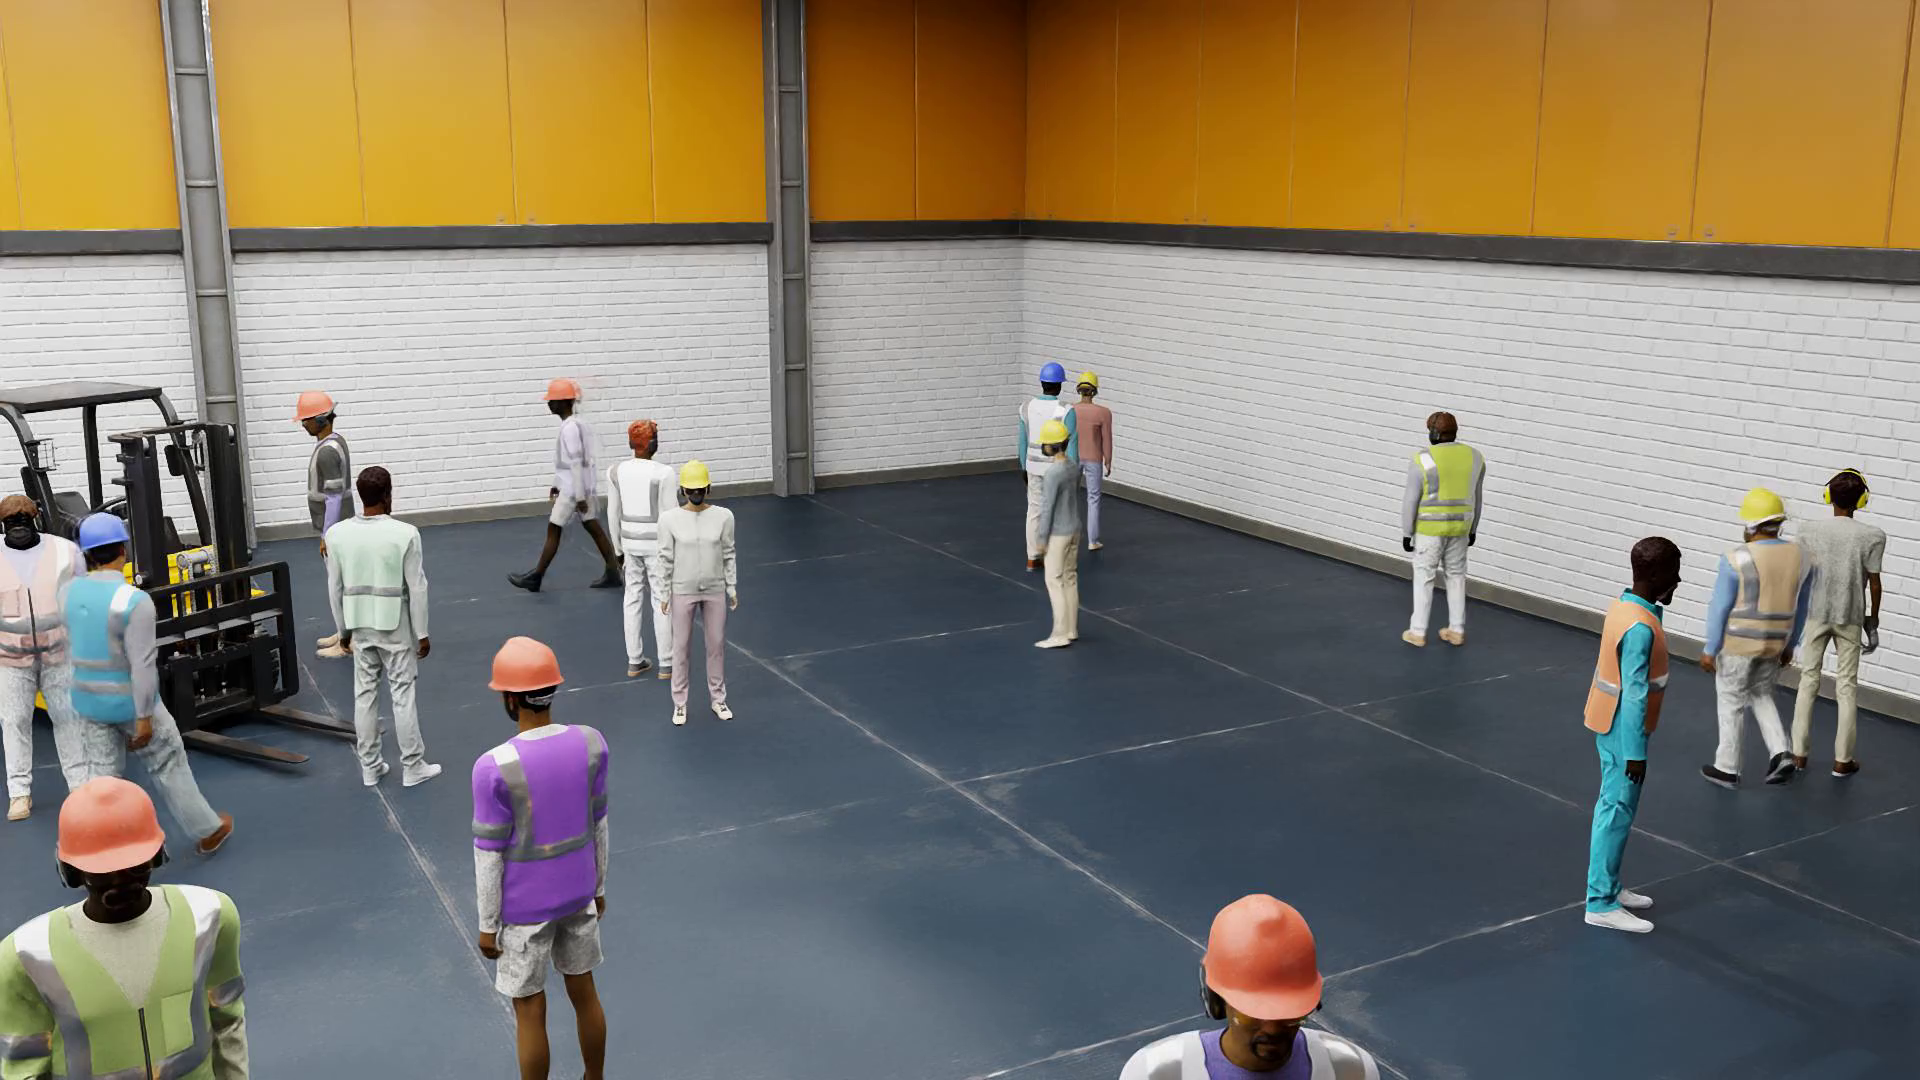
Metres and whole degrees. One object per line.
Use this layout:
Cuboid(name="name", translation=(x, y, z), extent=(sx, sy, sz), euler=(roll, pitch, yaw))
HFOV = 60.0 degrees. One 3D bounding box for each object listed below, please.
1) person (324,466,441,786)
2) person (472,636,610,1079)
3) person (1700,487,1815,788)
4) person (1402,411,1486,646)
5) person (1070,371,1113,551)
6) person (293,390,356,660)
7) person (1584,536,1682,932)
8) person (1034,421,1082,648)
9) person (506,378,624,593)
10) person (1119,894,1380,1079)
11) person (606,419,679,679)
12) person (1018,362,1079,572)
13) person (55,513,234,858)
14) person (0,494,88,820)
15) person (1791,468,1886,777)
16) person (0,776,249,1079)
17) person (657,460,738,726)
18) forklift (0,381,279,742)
Cuboid(name="person", translation=(-3.420, 0.519, 9.822), extent=(0.590, 1.918, 0.398), euler=(2, 12, 8))
Cuboid(name="person", translation=(-1.546, 1.300, 6.135), extent=(0.389, 1.930, 0.544), euler=(11, 16, 42))
Cuboid(name="person", translation=(4.630, 0.595, 9.699), extent=(0.599, 1.819, 0.482), euler=(-3, 12, -13))
Cuboid(name="person", translation=(3.705, -0.077, 12.820), extent=(0.643, 1.831, 0.430), euler=(-2, 12, -10))
Cuboid(name="person", translation=(1.230, -0.768, 16.243), extent=(0.531, 1.755, 0.343), euler=(3, 12, 15))
Cuboid(name="person", translation=(-4.753, -0.117, 12.526), extent=(0.385, 2.035, 0.605), euler=(-4, 13, -17))
Cuboid(name="person", translation=(3.199, 0.917, 7.981), extent=(0.397, 1.911, 0.587), euler=(4, 13, 18))
Cuboid(name="person", translation=(0.761, -0.048, 12.861), extent=(0.345, 1.758, 0.563), euler=(7, 14, 29))
Cuboid(name="person", translation=(-3.454, -0.471, 14.539), extent=(1.006, 1.881, 0.555), euler=(-1, 12, -6))
Cuboid(name="person", translation=(0.641, 1.753, 3.738), extent=(0.606, 2.045, 0.389), euler=(-2, 12, -9))
Cuboid(name="person", translation=(-2.253, 0.069, 12.009), extent=(0.572, 1.883, 0.355), euler=(4, 13, 20))
Cuboid(name="person", translation=(0.822, -0.652, 15.234), extent=(0.615, 1.946, 0.391), euler=(8, 15, 34))
Cuboid(name="person", translation=(-4.253, 0.791, 8.573), extent=(0.616, 1.900, 0.808), euler=(4, 13, 18))
Cuboid(name="person", translation=(-5.228, 0.648, 9.396), extent=(0.632, 1.843, 0.429), euler=(-7, 14, -31))
Cuboid(name="person", translation=(5.273, 0.495, 10.041), extent=(0.518, 1.874, 0.329), euler=(8, 14, 32))
Cuboid(name="person", translation=(-2.181, 1.601, 4.444), extent=(0.608, 2.048, 0.364), euler=(-11, 16, -41))
Cuboid(name="person", translation=(-1.726, 0.344, 10.995), extent=(0.533, 1.768, 0.310), euler=(-5, 13, -20))
Cuboid(name="forklift", translation=(-5.853, 0.085, 11.199), extent=(2.313, 2.155, 1.214), euler=(7, 14, 28))
